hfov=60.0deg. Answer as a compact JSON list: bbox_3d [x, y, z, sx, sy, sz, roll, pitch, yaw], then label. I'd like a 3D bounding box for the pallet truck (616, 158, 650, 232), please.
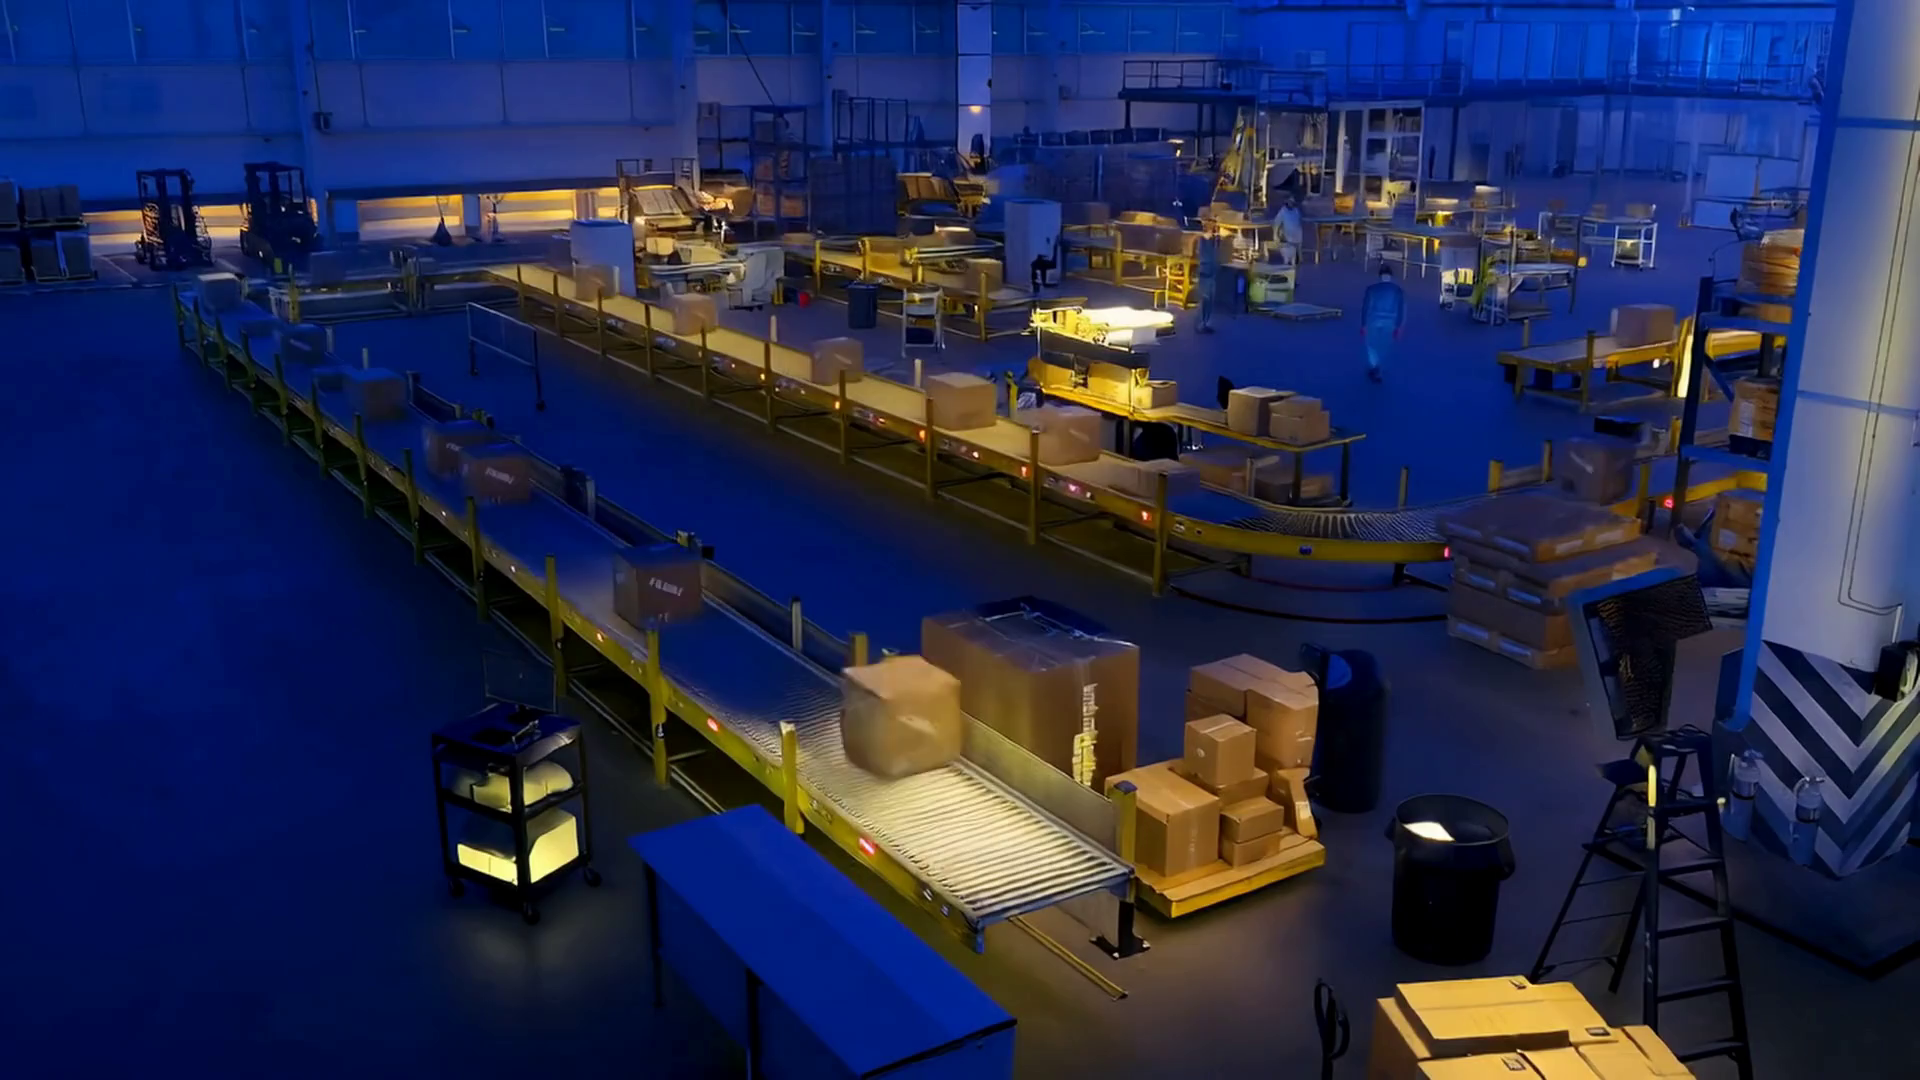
[{"bbox_3d":[-8.918,-9.176,44.255,0.823,1.965,1.885,-9,19,-27],"label":"pallet truck"}]

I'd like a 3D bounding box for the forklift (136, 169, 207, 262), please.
[{"bbox_3d":[-17.842,-7.318,37.559,1.157,1.987,2.680,-10,20,-31],"label":"forklift"}]

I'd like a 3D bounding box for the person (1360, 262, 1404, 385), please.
[{"bbox_3d":[6.248,-3.210,24.703,0.623,1.818,0.430,0,17,0],"label":"person"}]

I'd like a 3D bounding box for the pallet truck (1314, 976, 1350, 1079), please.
[{"bbox_3d":[2.299,2.390,7.086,1.601,1.201,0.680,-2,17,-7],"label":"pallet truck"}]

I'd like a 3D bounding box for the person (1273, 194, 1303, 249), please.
[{"bbox_3d":[6.860,-6.245,34.668,0.669,1.894,0.432,-8,18,-25],"label":"person"}]

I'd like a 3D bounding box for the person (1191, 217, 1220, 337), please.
[{"bbox_3d":[4.264,-4.554,28.787,0.615,2.047,0.358,-13,21,-36],"label":"person"}]

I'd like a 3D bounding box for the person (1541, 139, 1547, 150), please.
[{"bbox_3d":[23.239,-15.842,66.661,0.648,1.859,0.988,14,22,39],"label":"person"}]

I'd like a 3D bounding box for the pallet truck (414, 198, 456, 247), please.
[{"bbox_3d":[-13.250,-8.060,41.856,0.680,1.201,1.601,-10,20,-31],"label":"pallet truck"}]

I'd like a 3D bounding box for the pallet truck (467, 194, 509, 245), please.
[{"bbox_3d":[-11.983,-8.177,42.137,0.704,1.261,1.522,-11,20,-33],"label":"pallet truck"}]

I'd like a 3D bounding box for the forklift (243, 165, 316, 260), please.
[{"bbox_3d":[-15.898,-7.669,38.708,1.157,1.987,2.680,-11,20,-33],"label":"forklift"}]

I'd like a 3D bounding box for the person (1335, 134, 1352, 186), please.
[{"bbox_3d":[13.520,-13.477,58.884,0.543,1.806,0.893,-6,18,-20],"label":"person"}]

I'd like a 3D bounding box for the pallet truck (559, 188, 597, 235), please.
[{"bbox_3d":[-10.010,-8.652,43.699,0.653,1.274,1.630,-10,20,-31],"label":"pallet truck"}]

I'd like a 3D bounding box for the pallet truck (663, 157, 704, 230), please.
[{"bbox_3d":[-7.586,-9.308,44.692,0.823,1.965,1.885,-11,20,-33],"label":"pallet truck"}]

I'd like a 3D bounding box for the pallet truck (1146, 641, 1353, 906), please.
[{"bbox_3d":[1.664,1.407,10.232,1.630,1.274,0.653,-10,20,-31],"label":"pallet truck"}]
